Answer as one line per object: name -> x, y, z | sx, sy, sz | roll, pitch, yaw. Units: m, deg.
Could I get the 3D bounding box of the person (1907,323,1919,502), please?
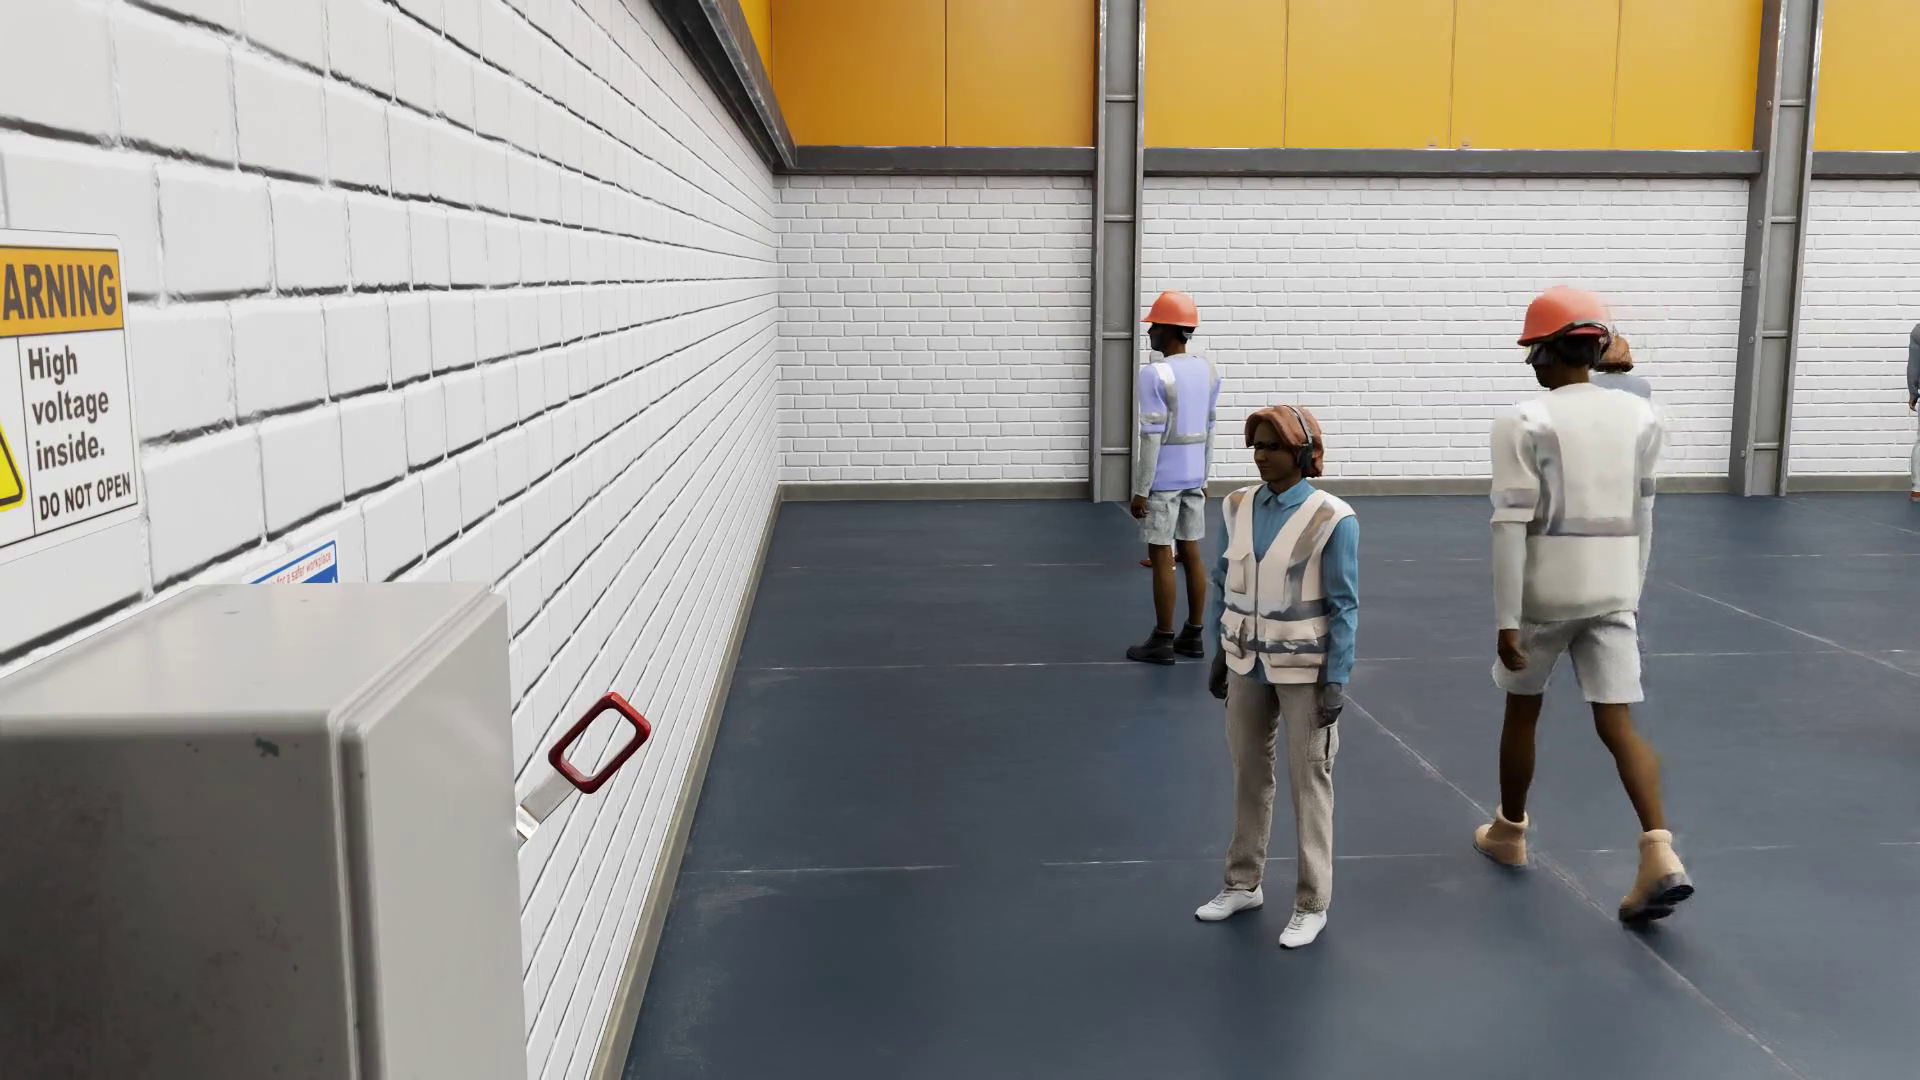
person -> 8.720, -1.282, 14.727 | 0.355, 1.938, 0.636 | -6, 11, -32

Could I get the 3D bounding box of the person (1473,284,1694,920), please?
person -> 2.011, 0.189, 5.320 | 0.608, 2.007, 0.965 | -2, 9, -9

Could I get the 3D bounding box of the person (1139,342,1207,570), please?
person -> 1.465, -0.729, 11.471 | 0.531, 1.870, 0.317 | -7, 11, -37

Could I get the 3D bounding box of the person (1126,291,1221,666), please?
person -> 1.097, -0.320, 8.674 | 0.551, 1.940, 0.345 | -8, 12, -40

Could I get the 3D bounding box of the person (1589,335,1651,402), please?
person -> 4.297, -0.540, 11.022 | 0.506, 1.631, 0.277 | 0, 9, 2

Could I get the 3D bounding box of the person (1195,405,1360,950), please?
person -> 0.973, 0.405, 5.070 | 0.308, 1.641, 0.517 | -9, 12, -43
